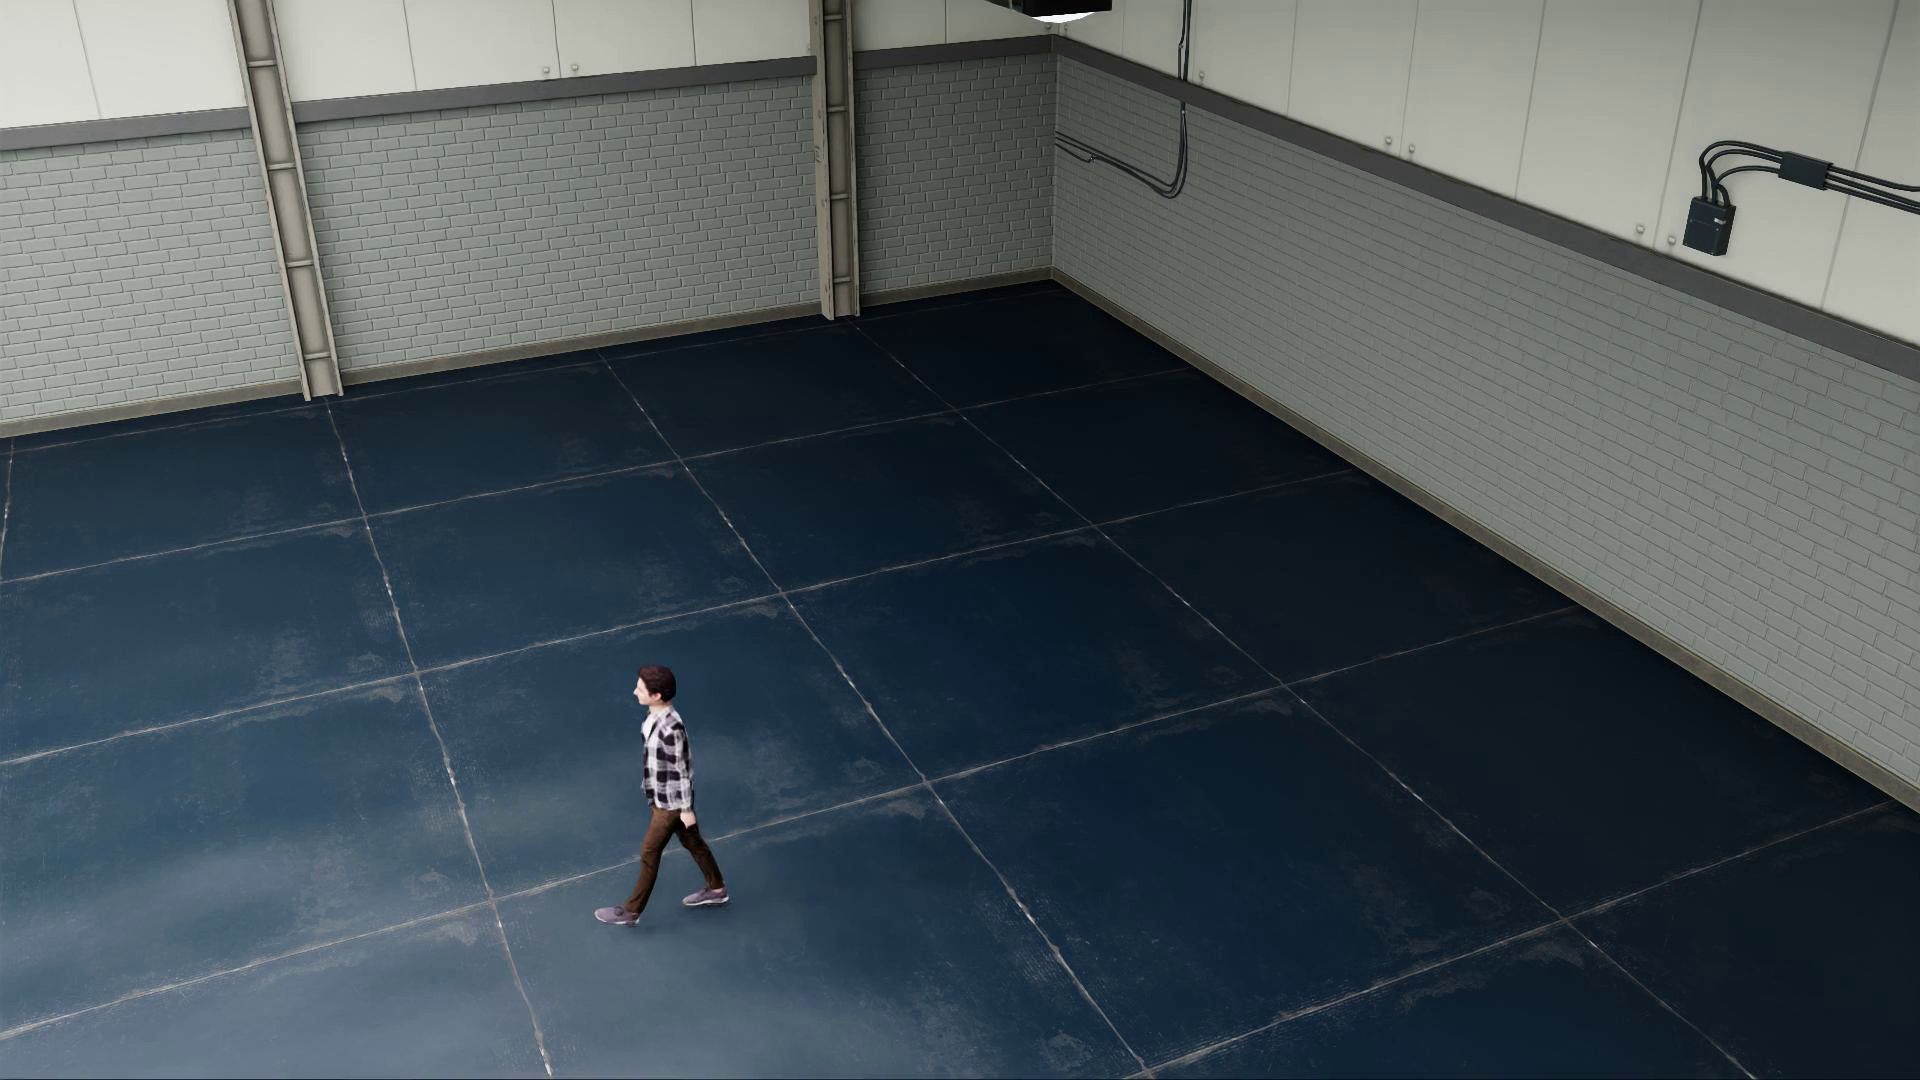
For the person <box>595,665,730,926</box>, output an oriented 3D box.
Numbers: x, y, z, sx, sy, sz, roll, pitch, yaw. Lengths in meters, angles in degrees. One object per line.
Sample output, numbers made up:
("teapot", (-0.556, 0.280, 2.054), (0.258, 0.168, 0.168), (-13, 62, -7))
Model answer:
("person", (-1.650, 1.524, 10.007), (1.093, 1.770, 0.756), (-8, 28, -15))
